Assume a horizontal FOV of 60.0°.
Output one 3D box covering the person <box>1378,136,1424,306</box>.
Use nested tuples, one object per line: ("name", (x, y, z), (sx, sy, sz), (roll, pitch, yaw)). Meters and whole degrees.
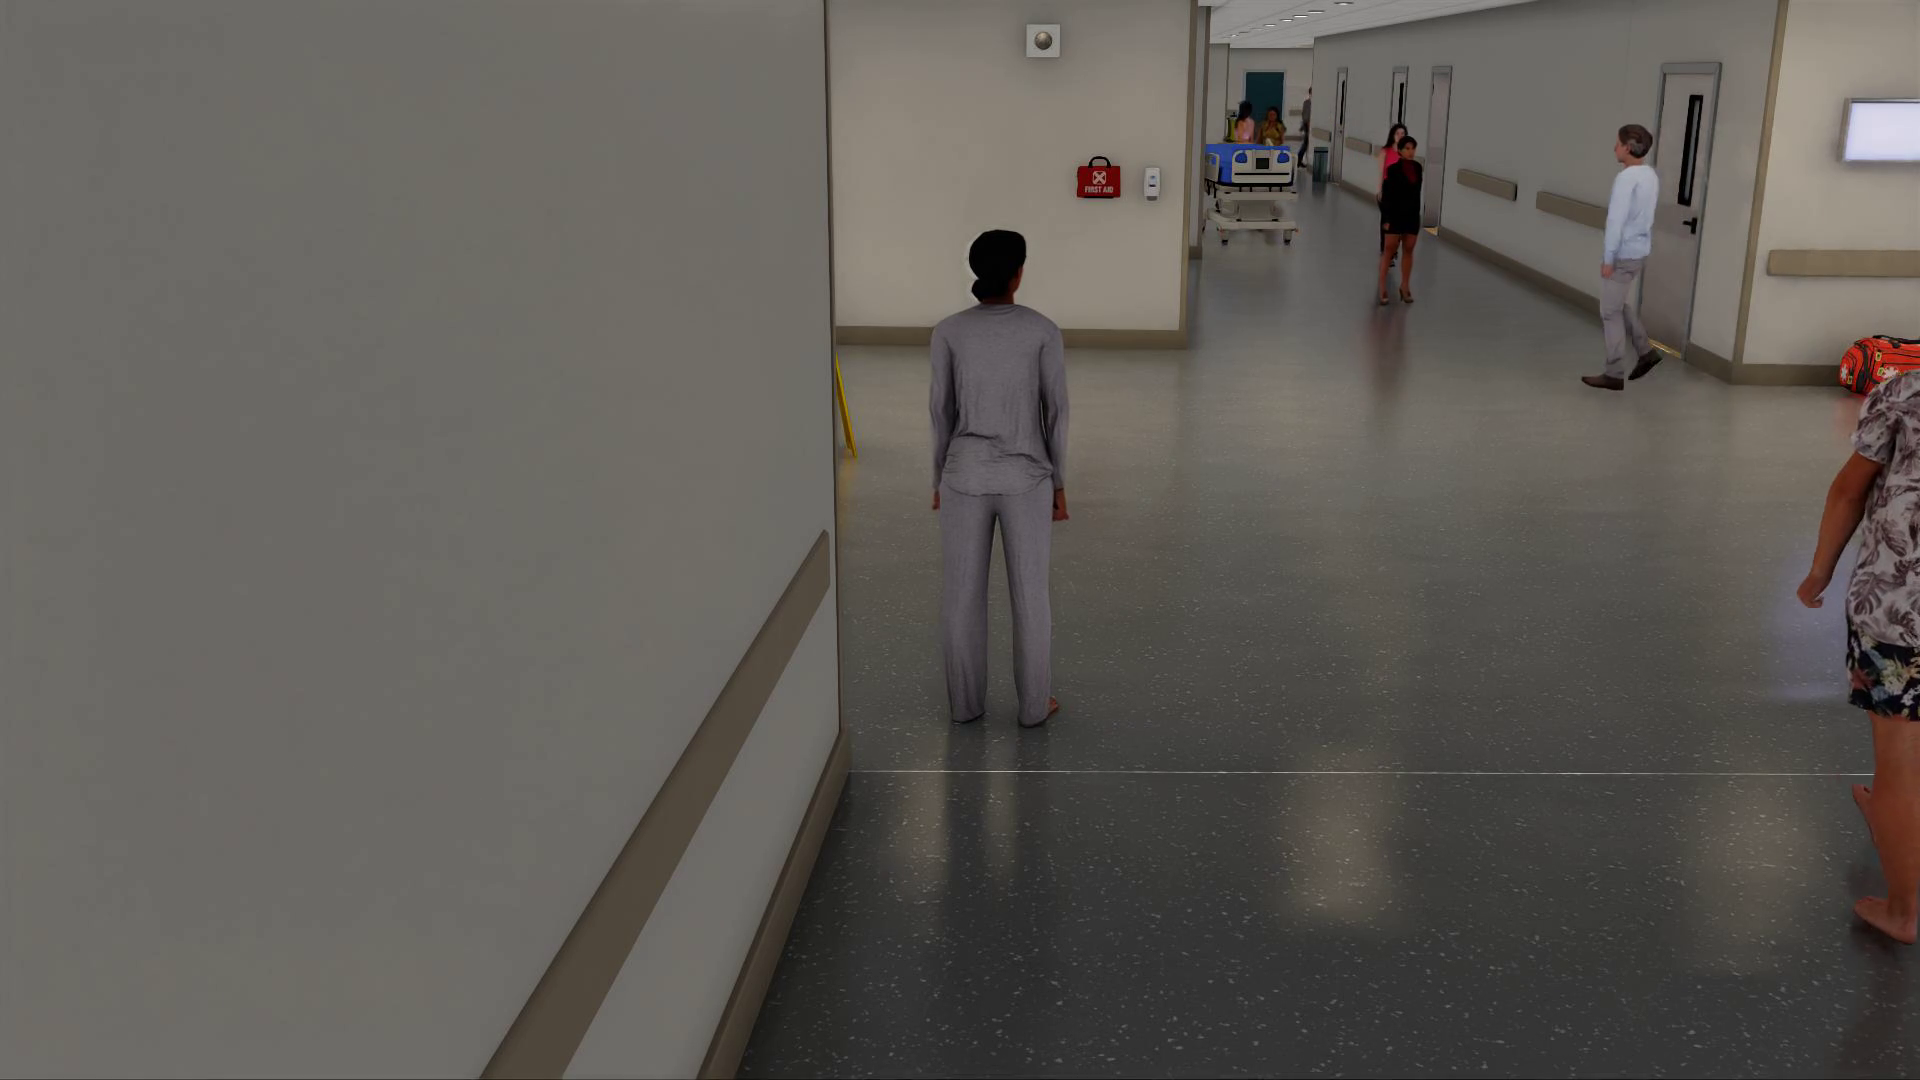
("person", (4.355, -3.147, 16.407), (0.607, 1.633, 0.697), (-4, 16, -15))

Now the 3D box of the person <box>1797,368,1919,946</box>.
("person", (2.556, 0.187, 4.307), (1.008, 1.782, 0.789), (2, 16, 7))

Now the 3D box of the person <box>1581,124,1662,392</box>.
("person", (4.841, -1.998, 11.878), (0.942, 1.879, 0.881), (14, 21, 42))

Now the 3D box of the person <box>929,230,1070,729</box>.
("person", (0.129, -0.208, 5.791), (0.481, 1.736, 0.713), (2, 16, 9))

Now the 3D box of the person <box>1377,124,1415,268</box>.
("person", (5.078, -4.041, 19.551), (0.682, 1.647, 0.696), (-1, 16, -4))

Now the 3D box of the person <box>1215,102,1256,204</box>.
("person", (4.755, -6.339, 27.536), (1.006, 1.739, 1.070), (-13, 21, -39))

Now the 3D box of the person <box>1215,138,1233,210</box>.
("person", (4.380, -5.943, 27.193), (0.793, 1.163, 0.656), (-3, 16, -9))

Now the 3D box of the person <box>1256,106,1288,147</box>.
("person", (5.417, -6.747, 29.207), (1.129, 1.616, 0.742), (1, 16, 5))
